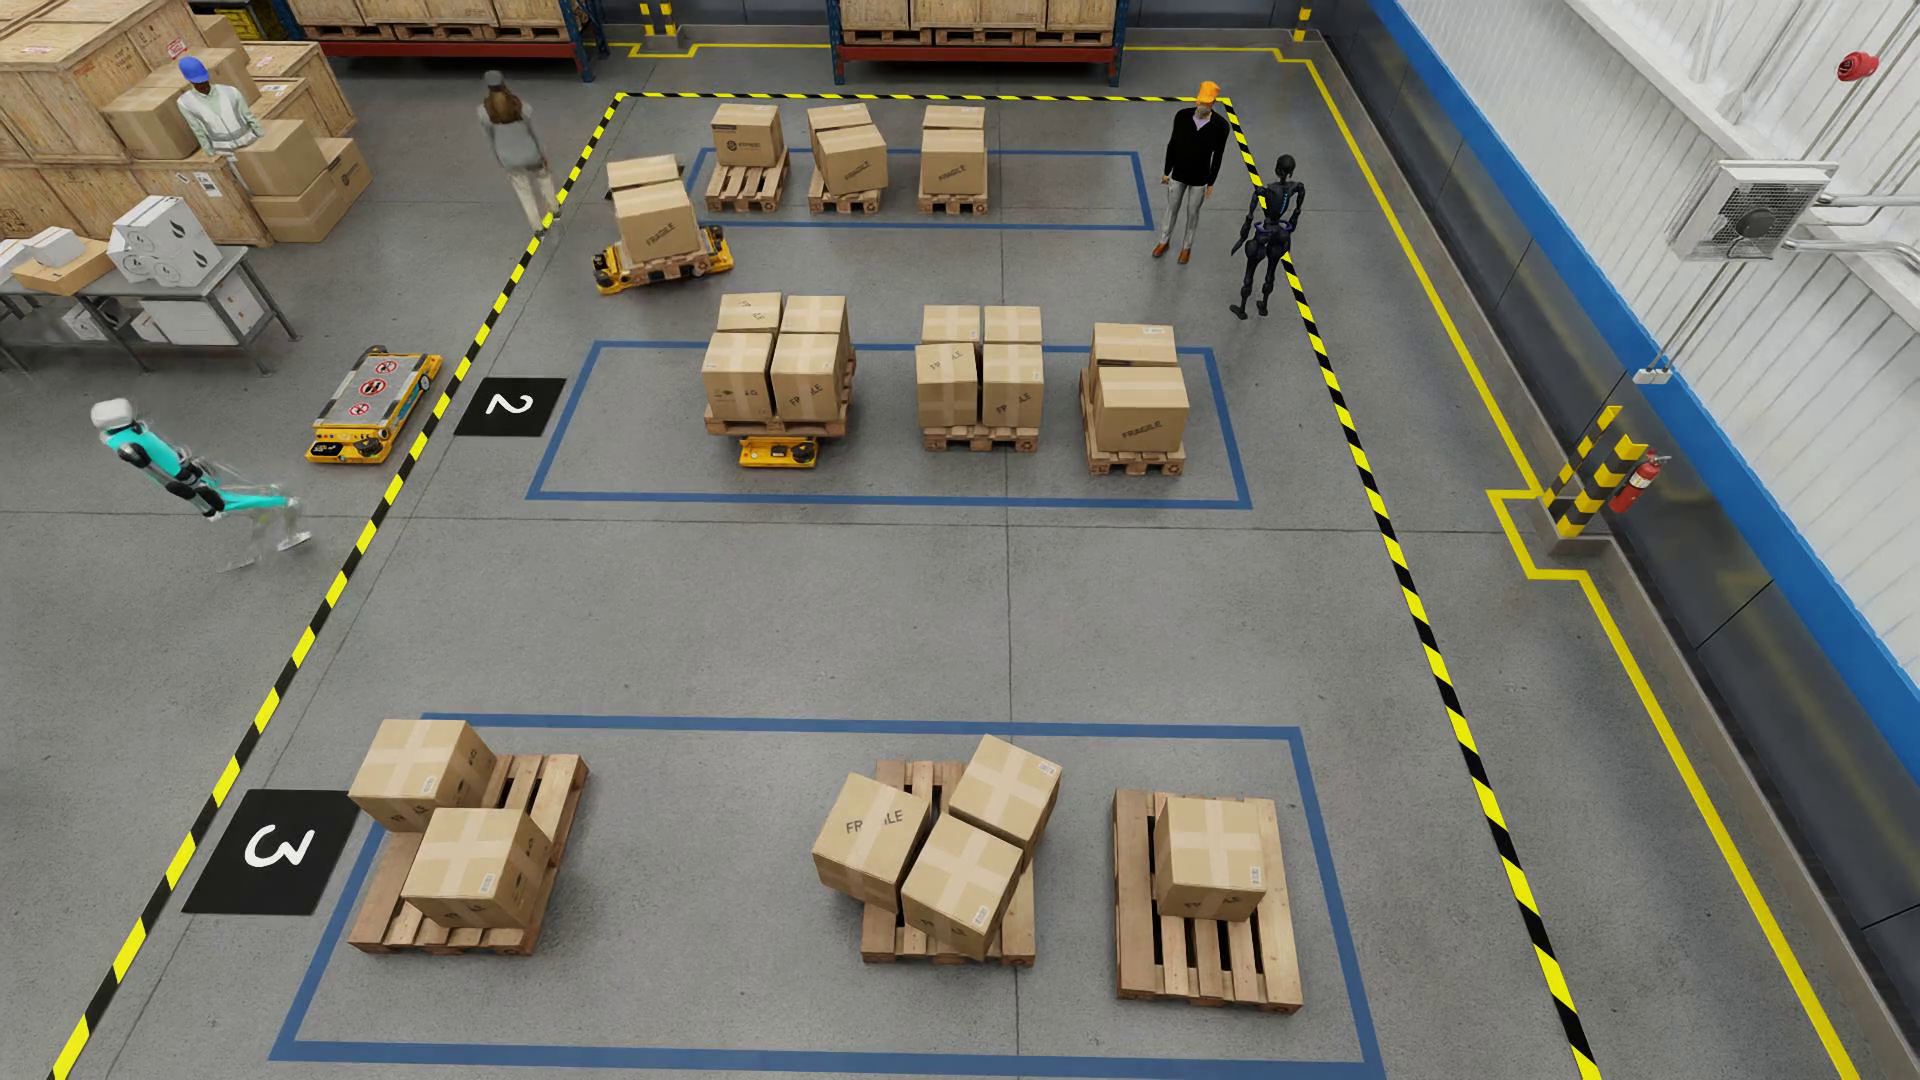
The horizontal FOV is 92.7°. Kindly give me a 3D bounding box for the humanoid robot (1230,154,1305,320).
[{"bbox_3d":[2.978,-2.929,8.912,0.599,1.659,0.315,-7,50,-6],"label":"humanoid robot"}]

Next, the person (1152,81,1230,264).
[{"bbox_3d":[2.388,-3.788,9.515,0.587,1.884,0.361,22,53,17],"label":"person"}]

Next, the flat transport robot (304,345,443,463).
[{"bbox_3d":[-5.383,-1.269,8.441,0.659,0.231,1.431,1,50,1],"label":"flat transport robot"}]

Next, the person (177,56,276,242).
[{"bbox_3d":[-7.677,-4.153,9.789,0.602,1.939,0.412,-33,57,-25],"label":"person"}]

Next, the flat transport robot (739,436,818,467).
[{"bbox_3d":[-1.582,-1.235,8.394,0.652,0.197,1.431,1,50,1],"label":"flat transport robot"}]

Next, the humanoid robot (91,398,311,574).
[{"bbox_3d":[-5.432,-0.417,6.758,0.900,1.766,0.546,-33,57,-25],"label":"humanoid robot"}]

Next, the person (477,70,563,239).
[{"bbox_3d":[-4.774,-4.218,9.967,0.578,1.745,0.702,-14,51,-12],"label":"person"}]

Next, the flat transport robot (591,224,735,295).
[{"bbox_3d":[-3.234,-3.062,9.940,1.431,0.197,0.652,-16,52,-13],"label":"flat transport robot"}]
